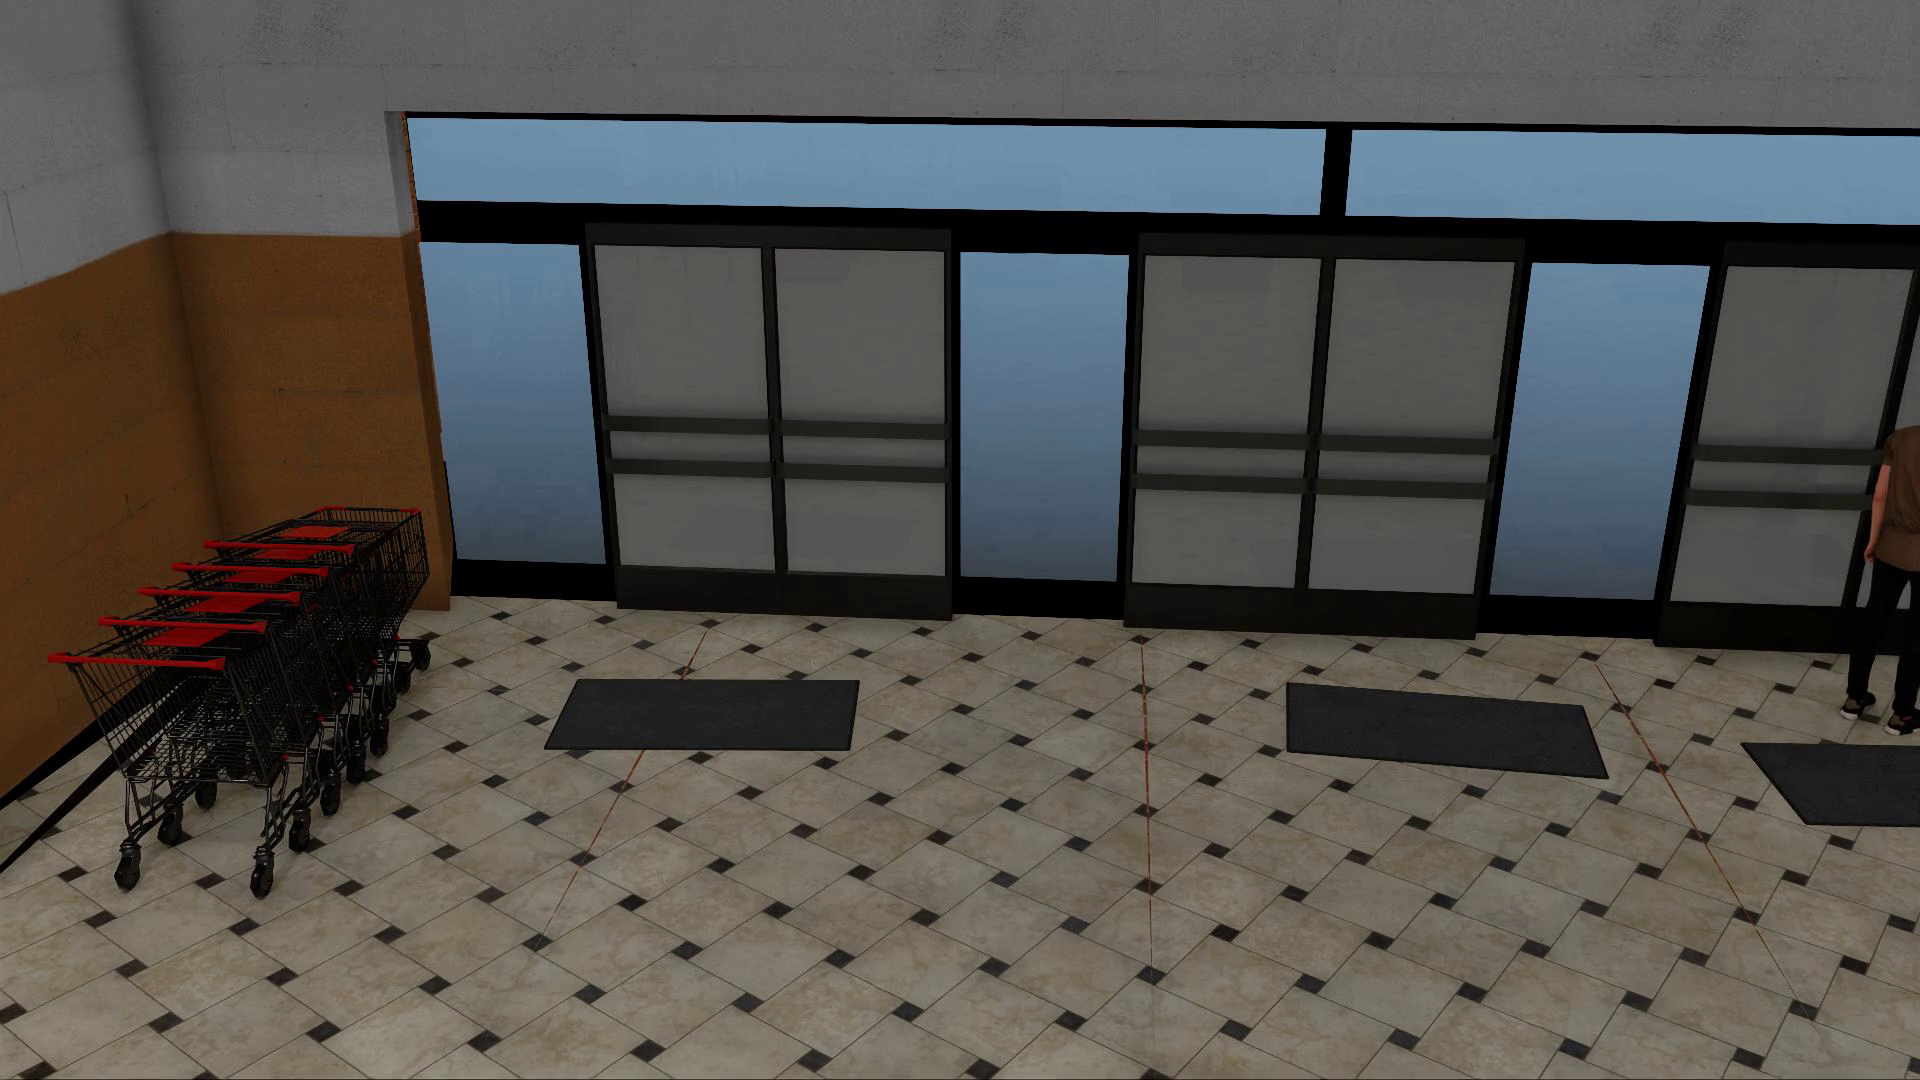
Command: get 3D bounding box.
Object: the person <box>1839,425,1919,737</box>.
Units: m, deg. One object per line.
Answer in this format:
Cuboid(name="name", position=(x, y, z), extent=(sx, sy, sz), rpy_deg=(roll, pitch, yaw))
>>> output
Cuboid(name="person", position=(4.754, 0.063, 8.277), extent=(0.807, 1.851, 0.722), rpy_deg=(-14, 26, -32))
